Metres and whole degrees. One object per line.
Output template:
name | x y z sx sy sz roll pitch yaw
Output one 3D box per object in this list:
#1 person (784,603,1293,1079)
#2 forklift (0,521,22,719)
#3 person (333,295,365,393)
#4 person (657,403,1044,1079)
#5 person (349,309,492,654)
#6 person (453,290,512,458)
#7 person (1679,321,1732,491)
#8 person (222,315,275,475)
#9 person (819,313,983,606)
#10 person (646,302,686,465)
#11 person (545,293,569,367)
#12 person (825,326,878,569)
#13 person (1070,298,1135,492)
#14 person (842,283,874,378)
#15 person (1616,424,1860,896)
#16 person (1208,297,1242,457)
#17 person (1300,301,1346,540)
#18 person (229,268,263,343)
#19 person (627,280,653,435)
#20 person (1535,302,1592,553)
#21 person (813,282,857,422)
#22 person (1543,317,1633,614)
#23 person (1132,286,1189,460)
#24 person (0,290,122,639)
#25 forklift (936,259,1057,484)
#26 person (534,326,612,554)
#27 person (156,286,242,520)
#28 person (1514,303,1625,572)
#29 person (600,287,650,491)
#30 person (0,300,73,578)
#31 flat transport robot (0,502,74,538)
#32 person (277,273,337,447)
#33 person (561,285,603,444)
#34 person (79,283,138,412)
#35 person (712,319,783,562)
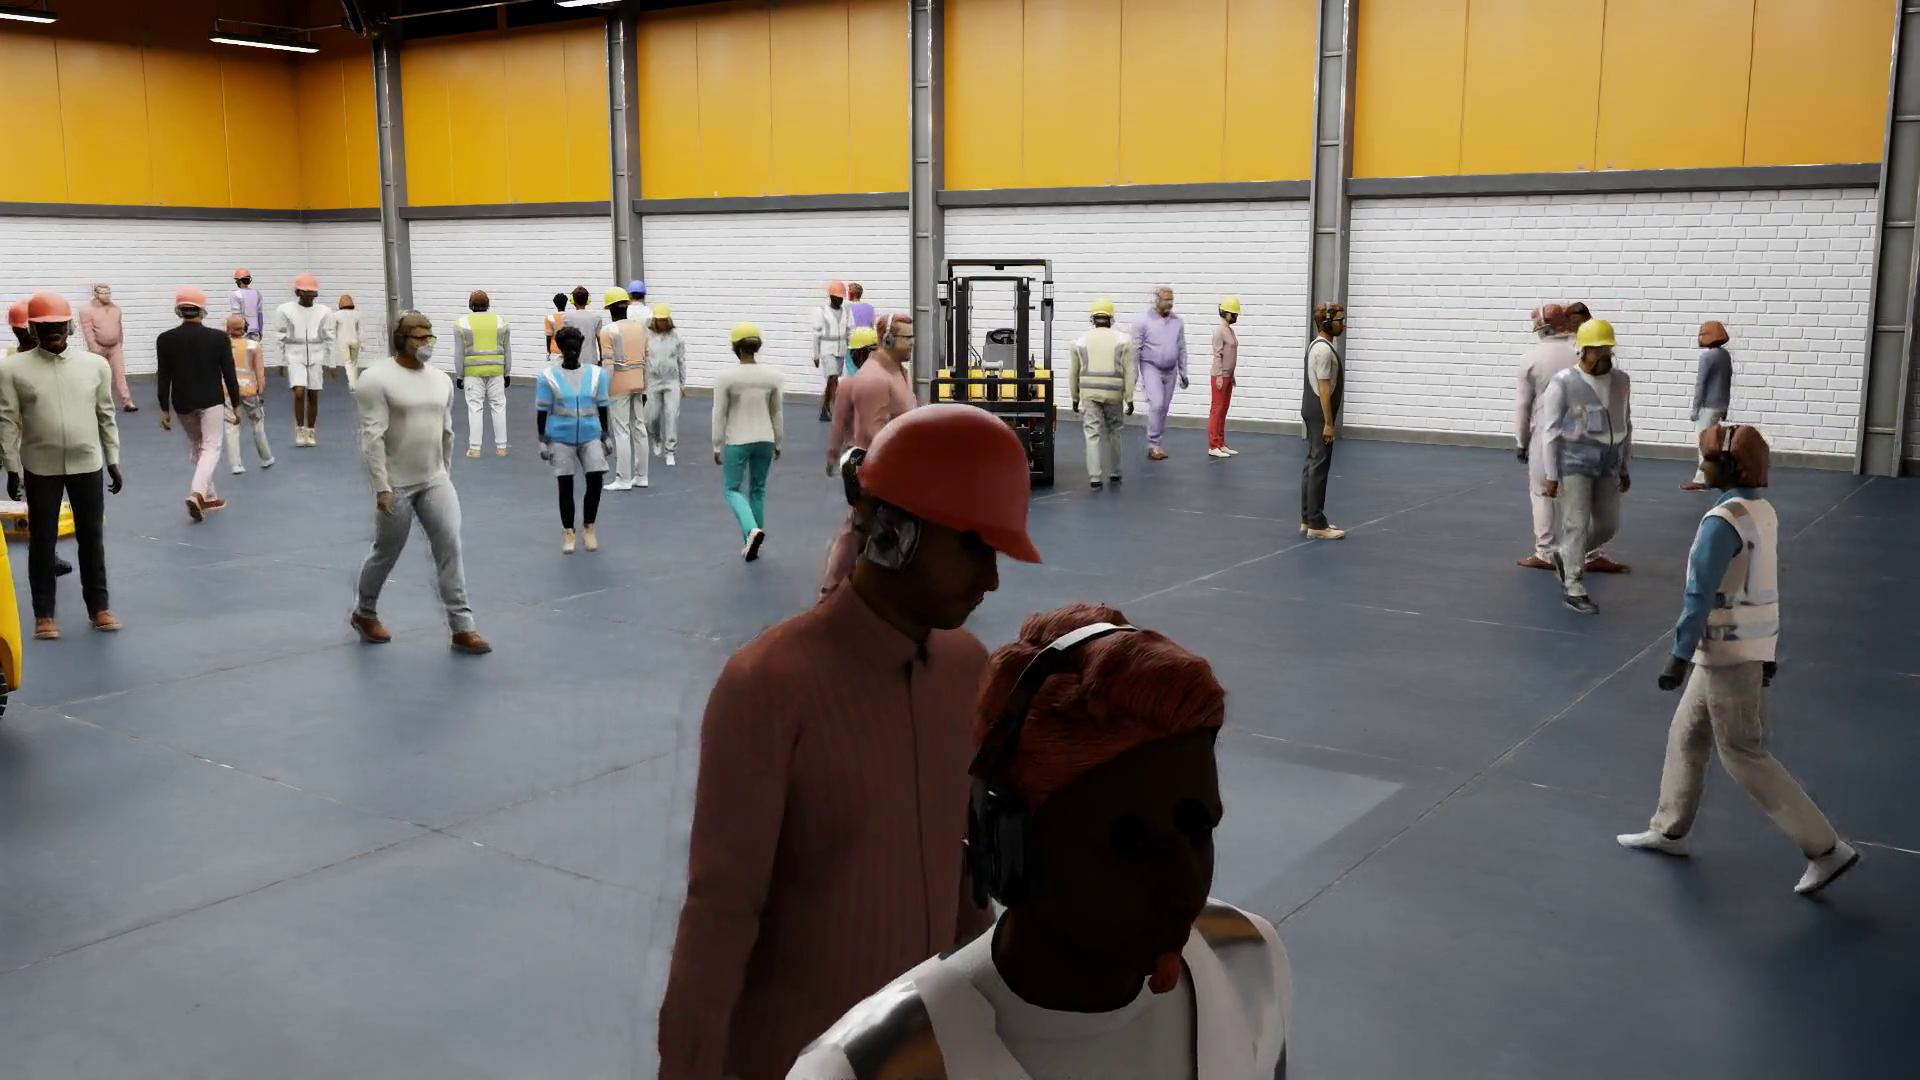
person | 0.093 0.980 1.511 0.578 1.881 0.339 -8 12 -40
forklift | -5.296 -0.090 6.943 1.214 2.155 2.313 7 12 35
person | -10.099 -3.221 27.380 0.506 1.593 0.821 -7 12 -36
person | -0.148 0.774 2.512 0.480 1.952 0.692 7 12 35
person | -3.056 -0.327 9.238 0.958 1.906 0.639 7 12 37
person | -5.261 -1.829 18.344 0.625 1.846 0.429 -5 11 -28
person | 7.050 -1.226 15.434 0.496 1.611 0.621 -9 13 -44
person | -7.354 -1.497 17.047 0.528 1.600 0.788 -1 10 -9
person | -0.406 -0.430 9.994 1.018 1.850 0.667 3 10 15
person | -3.163 -1.674 17.768 0.493 1.728 0.577 -2 10 -9
person | -5.750 -2.726 24.134 0.530 1.692 0.321 -4 10 -24
person | -0.633 -0.593 11.346 0.538 1.718 0.902 -9 13 -43
person | 1.362 -1.381 15.778 0.627 1.800 0.807 2 10 11
person | -1.464 -2.730 23.687 0.569 1.848 0.378 -7 12 -36
person | 2.738 0.402 5.761 0.780 1.607 0.514 7 12 36
person | 2.946 -1.801 18.433 0.327 1.760 0.524 5 11 26
person | 2.840 -0.930 12.984 0.345 1.847 0.504 0 10 2
person | -11.957 -3.525 27.847 0.374 2.042 0.615 5 11 27
person | -3.973 -2.240 20.551 0.649 1.920 0.521 0 10 -1
person | 4.366 -0.762 11.908 0.514 1.872 0.328 -2 10 -12
person | -1.620 -2.469 22.043 0.578 1.870 0.989 -7 12 -34
person | 3.861 -0.474 10.329 0.604 1.821 0.554 -3 10 -17
person | 2.219 -1.802 18.060 0.668 1.879 0.665 -5 11 -28
person | -5.168 -0.434 9.584 0.622 1.992 0.395 -8 12 -39
forklift | 0.370 -1.738 16.759 1.214 2.155 2.313 1 10 3
person | -2.843 -0.732 12.266 0.561 1.682 0.408 -4 10 -24
person | -6.429 -1.160 14.025 0.621 1.963 0.969 -1 10 -4
person | 4.281 -0.710 11.618 0.803 1.873 0.416 2 10 10
person | -3.178 -1.419 15.681 0.381 1.917 0.585 6 11 33
person | -6.254 -0.681 11.367 0.965 1.890 0.561 8 12 38
flat transport robot | -7.665 -0.169 13.130 1.431 0.197 0.652 0 10 2
person | -7.502 -2.052 19.169 0.627 2.006 0.753 -6 11 -31
person | -4.445 -2.054 19.600 0.520 1.873 0.333 -4 10 -25
person | -12.275 -2.751 23.843 1.034 1.856 0.636 7 12 35
person | -1.494 -0.692 11.852 0.544 1.752 0.639 -5 11 -28
